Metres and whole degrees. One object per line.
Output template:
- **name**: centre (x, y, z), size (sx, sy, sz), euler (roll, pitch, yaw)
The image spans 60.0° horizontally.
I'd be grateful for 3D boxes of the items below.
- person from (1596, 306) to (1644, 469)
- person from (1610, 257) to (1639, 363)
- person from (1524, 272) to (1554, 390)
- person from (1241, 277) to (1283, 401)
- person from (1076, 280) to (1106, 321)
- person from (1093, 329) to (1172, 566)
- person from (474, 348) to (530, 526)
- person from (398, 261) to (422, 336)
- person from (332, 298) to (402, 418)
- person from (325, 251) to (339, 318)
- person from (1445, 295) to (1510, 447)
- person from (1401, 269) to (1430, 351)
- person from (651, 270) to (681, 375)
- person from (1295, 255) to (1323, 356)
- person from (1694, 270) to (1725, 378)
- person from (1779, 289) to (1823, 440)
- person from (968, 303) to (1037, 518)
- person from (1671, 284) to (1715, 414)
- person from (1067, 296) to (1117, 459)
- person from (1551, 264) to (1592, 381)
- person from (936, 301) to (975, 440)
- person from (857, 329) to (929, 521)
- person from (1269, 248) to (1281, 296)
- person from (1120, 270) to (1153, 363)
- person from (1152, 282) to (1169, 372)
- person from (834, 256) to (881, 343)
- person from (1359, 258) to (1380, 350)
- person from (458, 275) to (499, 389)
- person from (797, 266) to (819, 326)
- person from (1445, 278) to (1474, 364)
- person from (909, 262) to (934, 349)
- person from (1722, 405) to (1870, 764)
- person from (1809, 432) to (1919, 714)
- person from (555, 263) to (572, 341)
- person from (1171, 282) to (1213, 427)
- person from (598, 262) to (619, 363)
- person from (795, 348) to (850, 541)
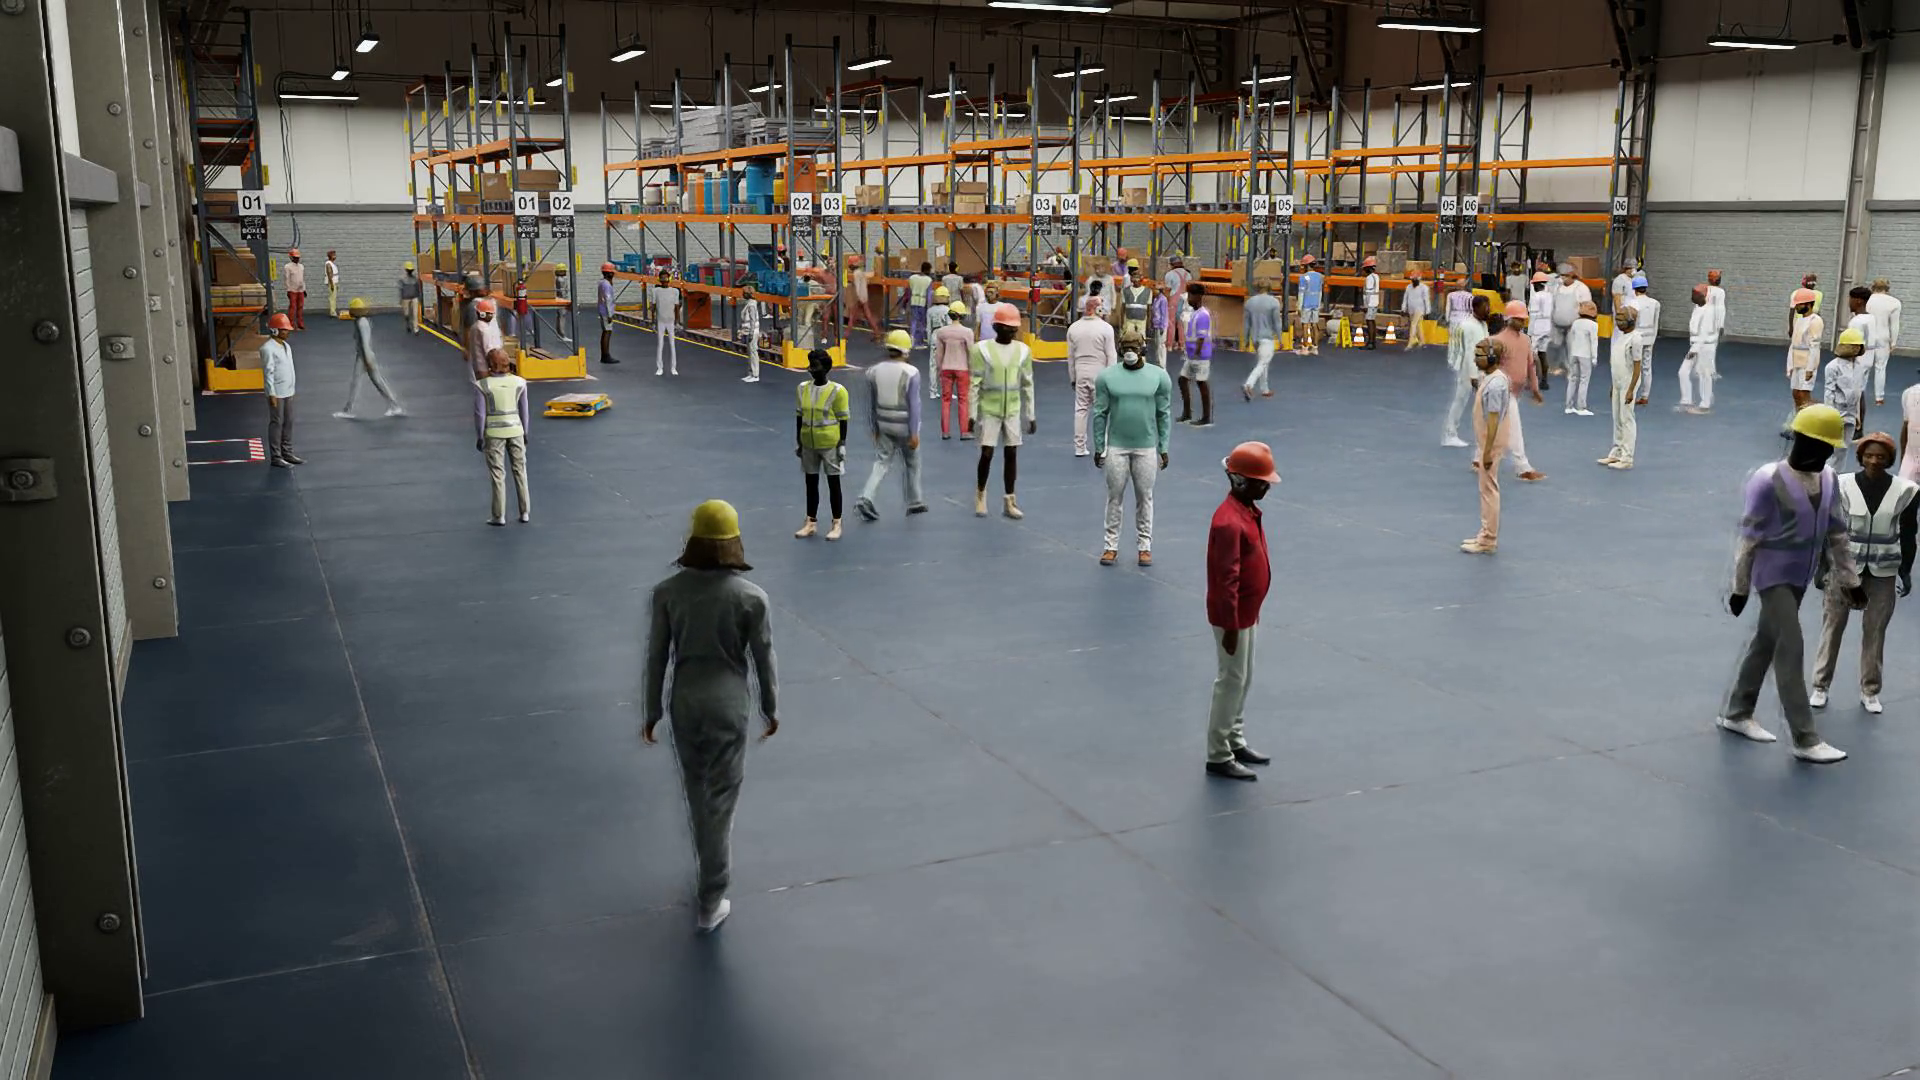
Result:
- **person**: centre (7.486, -1.718, 18.768), size (0.345, 1.843, 0.504), euler (0, 11, -2)
- **person**: centre (12.769, -4.381, 31.797), size (0.688, 2.000, 0.536), euler (-9, 15, -40)
- **person**: centre (9.434, -3.404, 27.143), size (0.560, 1.916, 0.430), euler (-9, 14, -38)
- **person**: centre (4.614, -3.092, 25.595), size (0.896, 1.912, 0.632), euler (-9, 14, -39)
- **person**: centre (2.375, -3.918, 30.390), size (0.576, 1.667, 0.349), euler (2, 11, 10)
- **person**: centre (1.400, -0.750, 13.599), size (0.637, 1.938, 0.355), euler (2, 11, 9)
- **person**: centre (-4.225, -0.949, 15.378), size (0.515, 1.639, 0.315), euler (-8, 14, -35)
- **person**: centre (-12.942, -5.692, 39.194), size (0.533, 1.746, 0.628), euler (-4, 12, -21)
- **person**: centre (-8.402, -2.575, 23.517), size (0.931, 1.693, 0.499), euler (-2, 11, -12)
- **person**: centre (-17.274, -7.033, 45.768), size (0.389, 1.847, 0.567), euler (-2, 11, -12)
- **person**: centre (6.380, -2.041, 20.310), size (0.961, 1.871, 0.610), euler (9, 14, 39)
- **person**: centre (9.591, -4.823, 34.892), size (0.854, 1.709, 0.546), euler (-7, 13, -34)
- **person**: centre (-5.240, -3.867, 29.620), size (0.514, 1.872, 0.328), euler (-2, 11, -11)
- **person**: centre (7.037, -4.734, 33.611), size (0.607, 2.035, 0.409), euler (-7, 13, -31)
- **person**: centre (13.126, -3.770, 29.092), size (0.353, 1.884, 0.577), euler (-5, 12, -25)
- **person**: centre (10.720, -2.233, 21.191), size (0.391, 1.923, 0.553), euler (1, 11, 3)
- **person**: centre (0.400, -1.218, 15.725), size (0.654, 2.039, 0.398), euler (-4, 12, -18)
- **person**: centre (10.537, -2.726, 23.841), size (0.661, 1.859, 0.568), euler (0, 11, -1)
- **person**: centre (1.581, -1.910, 19.597), size (0.636, 1.902, 0.406), euler (8, 14, 35)
- **person**: centre (10.606, -3.789, 28.787), size (0.676, 2.000, 0.820), euler (-9, 14, -39)
- **person**: centre (-0.045, -2.152, 21.167), size (0.533, 1.767, 0.327), euler (5, 12, 23)
- **person**: centre (-0.630, -1.076, 15.615), size (0.599, 1.806, 0.842), euler (8, 14, 35)
- **person**: centre (9.159, -7.637, 48.799), size (0.518, 1.865, 0.330), euler (5, 12, 23)
- **person**: centre (3.206, -3.973, 30.218), size (0.572, 1.843, 0.373), euler (3, 11, 14)
- **person**: centre (3.632, -3.855, 30.165), size (0.316, 1.634, 0.517), euler (-1, 11, -7)
- **person**: centre (-2.265, -5.350, 37.007), size (1.013, 1.930, 0.674), euler (2, 11, 8)
- **person**: centre (8.650, -4.984, 35.150), size (0.383, 1.929, 0.540), euler (6, 13, 28)
- **person**: centre (-6.711, -2.706, 23.281), size (0.574, 2.000, 0.716), euler (2, 11, 12)
- **person**: centre (-3.386, -5.145, 36.504), size (0.586, 1.712, 0.578), euler (3, 12, 17)
- **person**: centre (9.497, -4.149, 31.637), size (0.520, 1.640, 0.307), euler (5, 12, 24)
- **person**: centre (-0.818, -4.930, 35.042), size (0.634, 1.858, 0.677), euler (5, 12, 25)
- **person**: centre (4.475, 0.228, 8.783), size (0.588, 1.876, 0.919), euler (-7, 13, -31)
- **person**: centre (5.218, 0.187, 9.611), size (0.523, 1.636, 0.311), euler (5, 12, 22)
- **person**: centre (-8.953, -5.350, 37.480), size (0.295, 1.744, 0.484), euler (-5, 12, -25)
- **person**: centre (3.092, -2.481, 22.367), size (0.689, 1.943, 0.643), euler (-1, 11, -4)
- **person**: centre (-6.757, -4.364, 31.972), size (0.376, 1.935, 0.550), euler (-4, 12, -21)
- **person**: centre (-1.224, -0.841, 14.678), size (0.531, 1.697, 0.322), euler (5, 12, 26)
